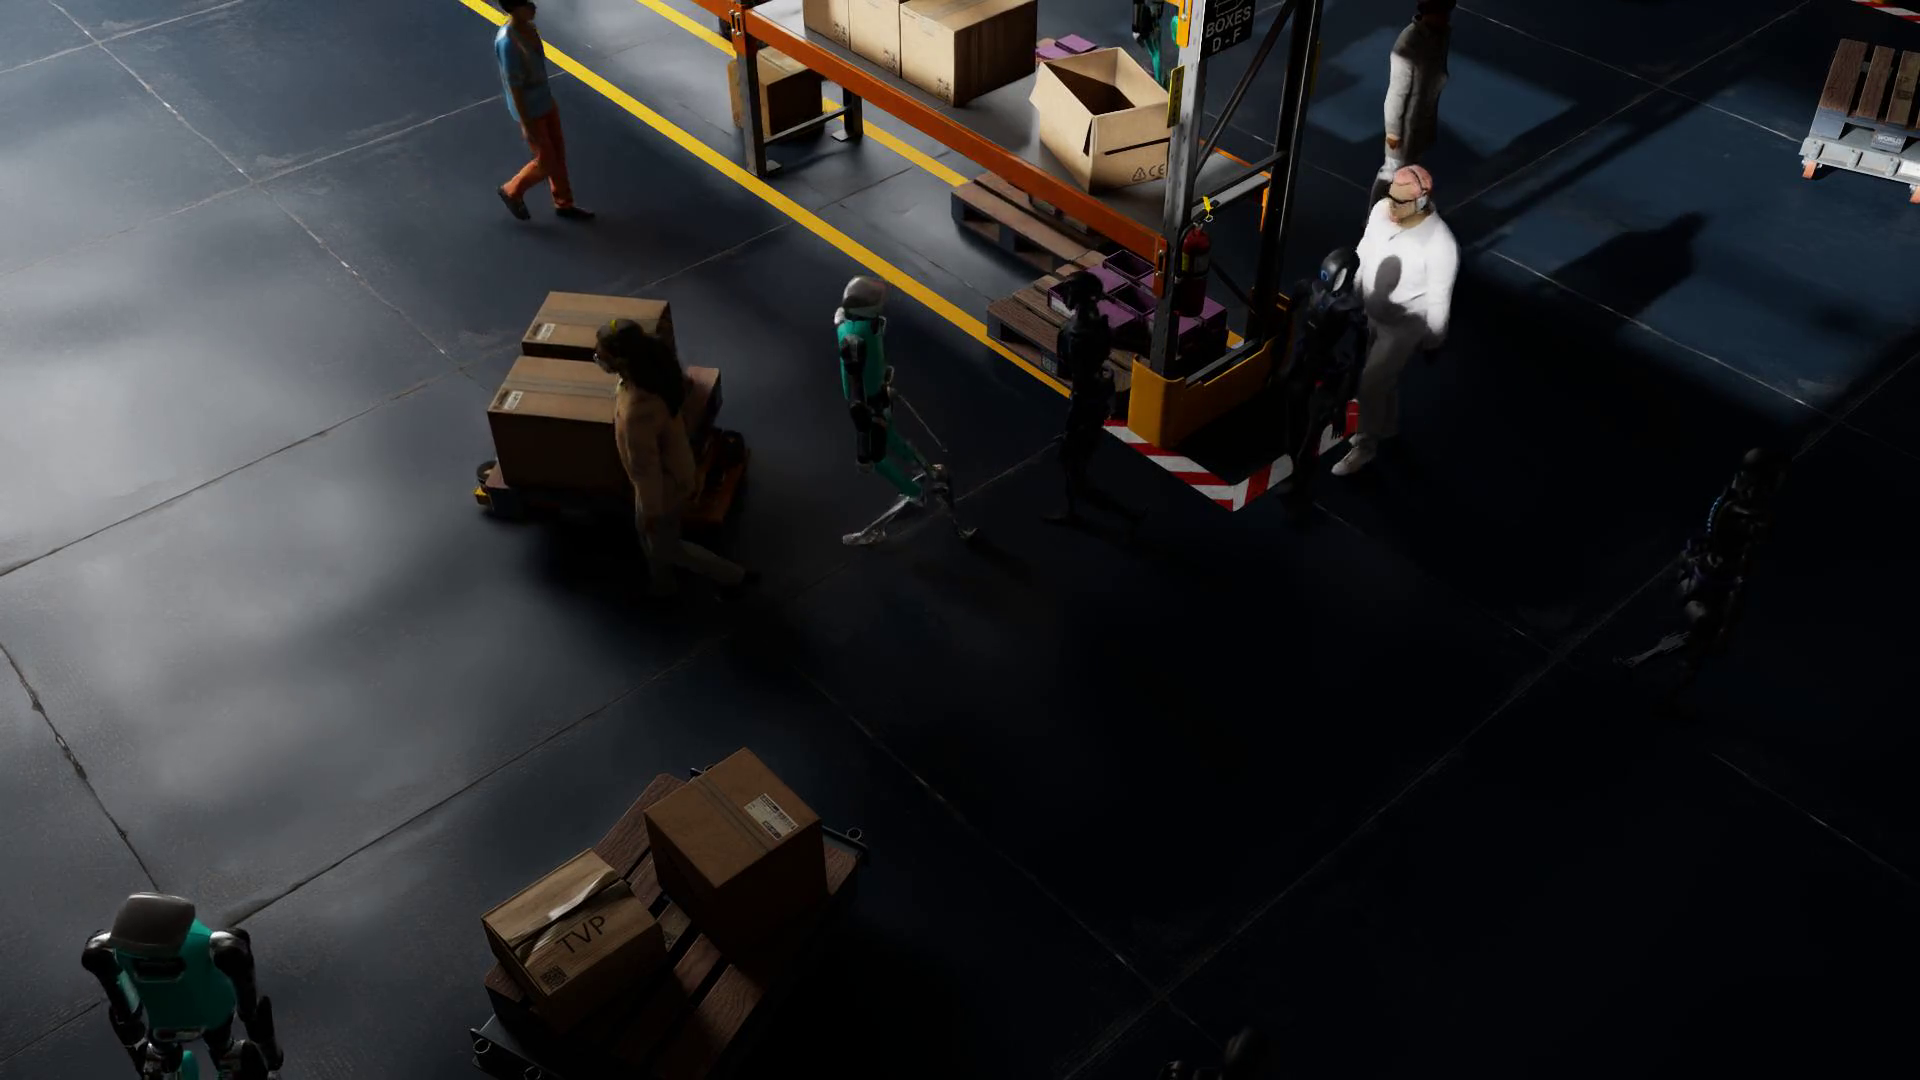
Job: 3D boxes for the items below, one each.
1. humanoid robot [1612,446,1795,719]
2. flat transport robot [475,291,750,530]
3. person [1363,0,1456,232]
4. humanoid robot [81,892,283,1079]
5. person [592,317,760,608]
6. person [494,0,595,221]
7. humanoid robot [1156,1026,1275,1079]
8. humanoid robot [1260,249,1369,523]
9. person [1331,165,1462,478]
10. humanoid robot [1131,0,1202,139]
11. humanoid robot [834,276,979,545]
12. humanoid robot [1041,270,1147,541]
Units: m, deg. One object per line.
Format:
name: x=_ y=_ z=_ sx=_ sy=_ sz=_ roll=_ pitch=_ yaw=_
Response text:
humanoid robot: x=3.479 y=0.215 z=7.819 sx=0.462 sy=1.637 sz=0.589 roll=5 pitch=43 yaw=5
flat transport robot: x=-1.983 y=-0.408 z=9.538 sx=1.431 sy=0.231 sz=0.659 roll=6 pitch=43 yaw=6
person: x=2.986 y=-2.808 z=11.004 sx=0.365 sy=1.824 sz=0.518 roll=33 pitch=52 yaw=31
humanoid robot: x=-2.662 y=2.044 z=5.816 sx=0.579 sy=1.794 sz=0.823 roll=-3 pitch=43 yaw=-4
person: x=-1.435 y=-0.324 z=8.283 sx=0.653 sy=1.849 sz=0.573 roll=-6 pitch=43 yaw=-6
person: x=-2.878 y=-2.914 z=11.167 sx=0.515 sy=1.751 sz=0.508 roll=7 pitch=43 yaw=7
humanoid robot: x=0.861 y=2.166 z=5.698 sx=0.591 sy=1.652 sz=0.360 roll=16 pitch=45 yaw=16
humanoid robot: x=1.879 y=-0.852 z=8.980 sx=0.429 sy=1.643 sz=0.589 roll=-31 pitch=51 yaw=-29
person: x=2.317 y=-1.214 z=9.221 sx=0.691 sy=1.883 sz=0.656 roll=-16 pitch=45 yaw=-16
humanoid robot: x=1.590 y=-3.592 z=11.933 sx=0.549 sy=1.758 sz=0.979 roll=-11 pitch=44 yaw=-12
humanoid robot: x=-0.221 y=-0.553 z=8.684 sx=0.839 sy=1.848 sz=0.552 roll=3 pitch=43 yaw=3
humanoid robot: x=0.757 y=-0.688 z=8.809 sx=0.603 sy=1.633 sz=0.608 roll=8 pitch=43 yaw=9
